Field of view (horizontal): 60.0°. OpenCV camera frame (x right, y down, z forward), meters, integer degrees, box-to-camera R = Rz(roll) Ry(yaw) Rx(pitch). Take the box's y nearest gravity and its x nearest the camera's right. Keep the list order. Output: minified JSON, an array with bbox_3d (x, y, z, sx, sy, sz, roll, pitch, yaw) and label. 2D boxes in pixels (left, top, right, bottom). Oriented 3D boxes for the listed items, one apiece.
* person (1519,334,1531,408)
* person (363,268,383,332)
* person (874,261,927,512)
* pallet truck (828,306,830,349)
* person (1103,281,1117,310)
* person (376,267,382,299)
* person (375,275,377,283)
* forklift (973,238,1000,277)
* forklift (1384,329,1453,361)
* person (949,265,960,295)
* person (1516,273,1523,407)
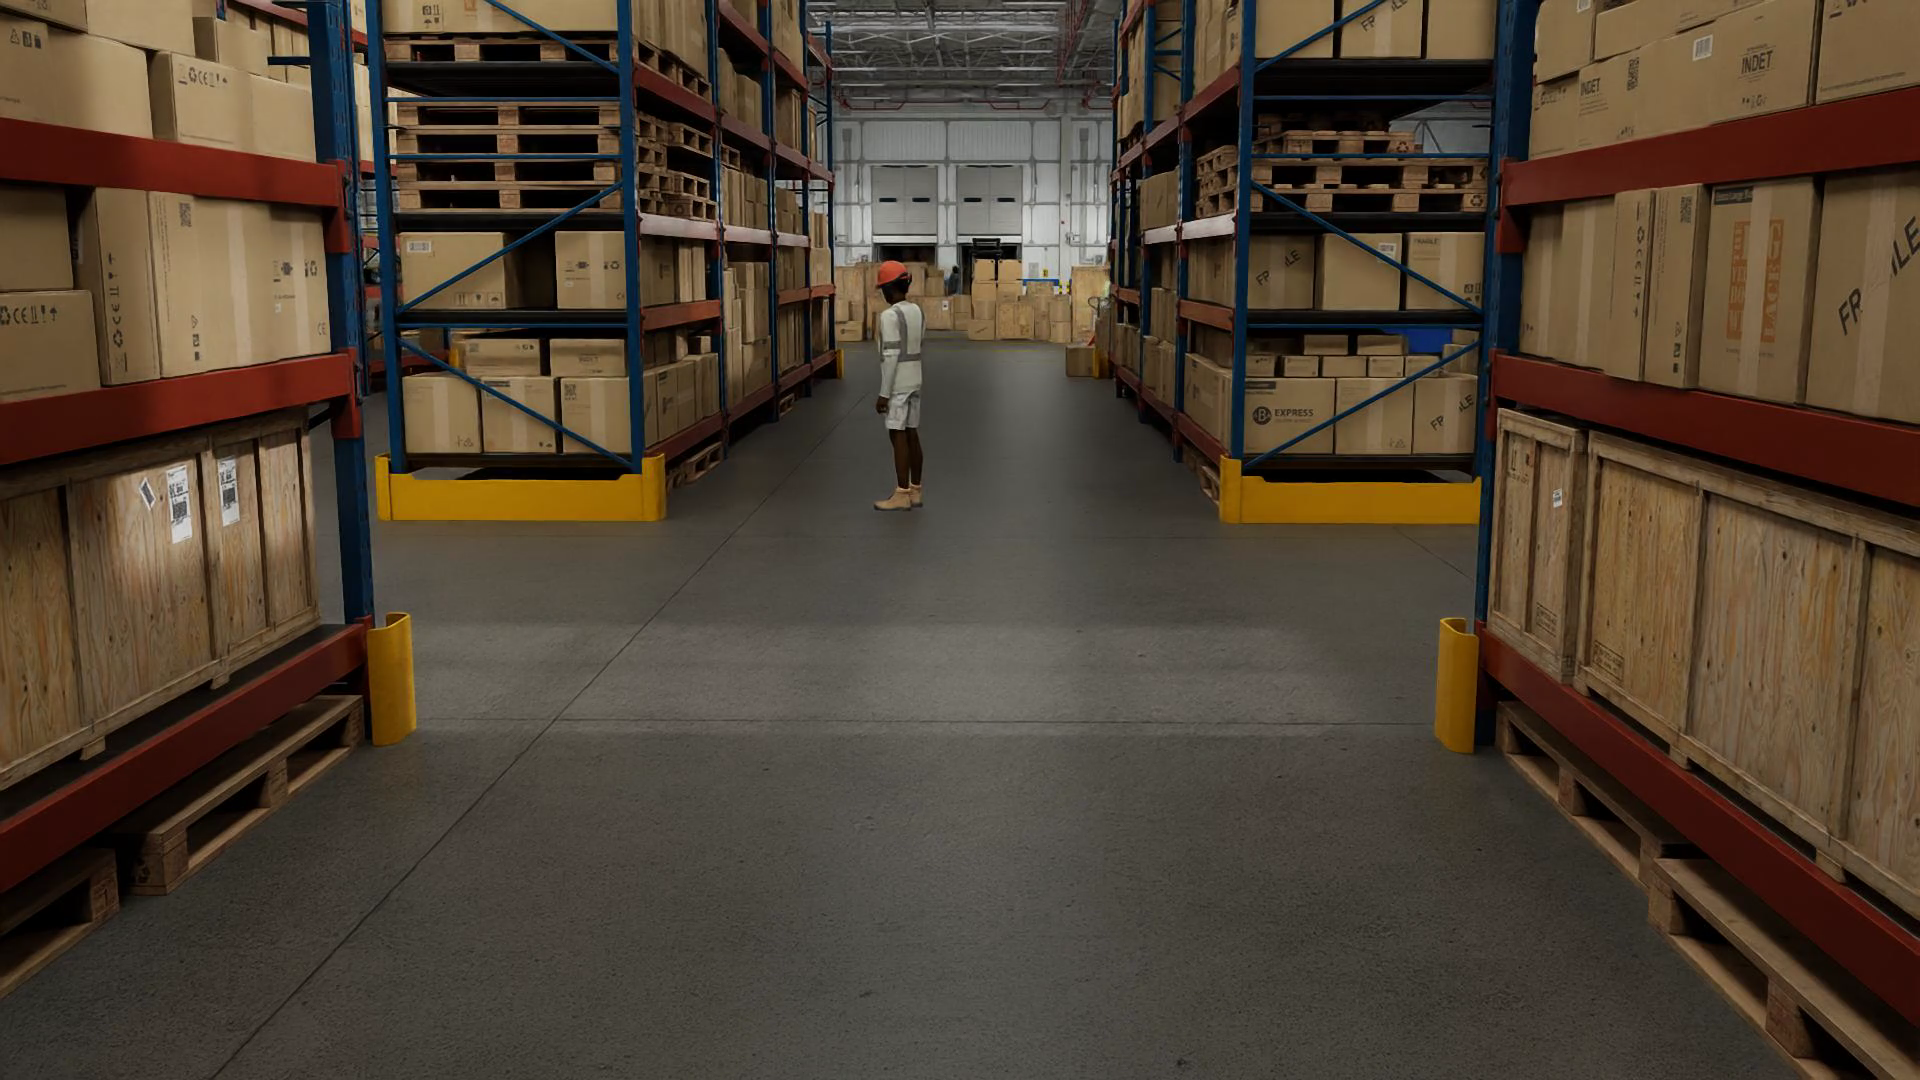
[{"bbox_3d":[6.766,-2.004,19.422,0.543,1.584,0.734,-1,10,-6],"label":"person"},{"bbox_3d":[-10.935,-4.135,31.180,0.673,1.936,0.605,-9,13,-44],"label":"person"},{"bbox_3d":[-0.514,-1.245,13.554,0.392,2.033,0.605,4,10,24],"label":"person"},{"bbox_3d":[-3.100,-3.940,29.800,1.885,1.965,0.823,3,10,19],"label":"pallet truck"},{"bbox_3d":[3.535,-5.289,38.182,0.486,1.893,0.622,-4,10,-20],"label":"person"},{"bbox_3d":[-20.615,-8.781,59.172,0.348,1.878,0.582,-3,10,-17],"label":"person"},{"bbox_3d":[-22.275,-9.673,64.278,0.623,1.958,0.973,-7,12,-36],"label":"person"},{"bbox_3d":[0.885,-8.689,55.609,1.129,2.768,1.873,0,9,1],"label":"forklift"},{"bbox_3d":[9.177,-4.795,32.284,1.873,2.768,1.129,-9,13,-43],"label":"forklift"},{"bbox_3d":[-0.146,-8.268,55.968,0.530,1.921,0.633,-3,10,-18],"label":"person"},{"bbox_3d":[7.856,-2.888,23.694,0.622,1.945,1.038,1,10,4],"label":"person"}]
